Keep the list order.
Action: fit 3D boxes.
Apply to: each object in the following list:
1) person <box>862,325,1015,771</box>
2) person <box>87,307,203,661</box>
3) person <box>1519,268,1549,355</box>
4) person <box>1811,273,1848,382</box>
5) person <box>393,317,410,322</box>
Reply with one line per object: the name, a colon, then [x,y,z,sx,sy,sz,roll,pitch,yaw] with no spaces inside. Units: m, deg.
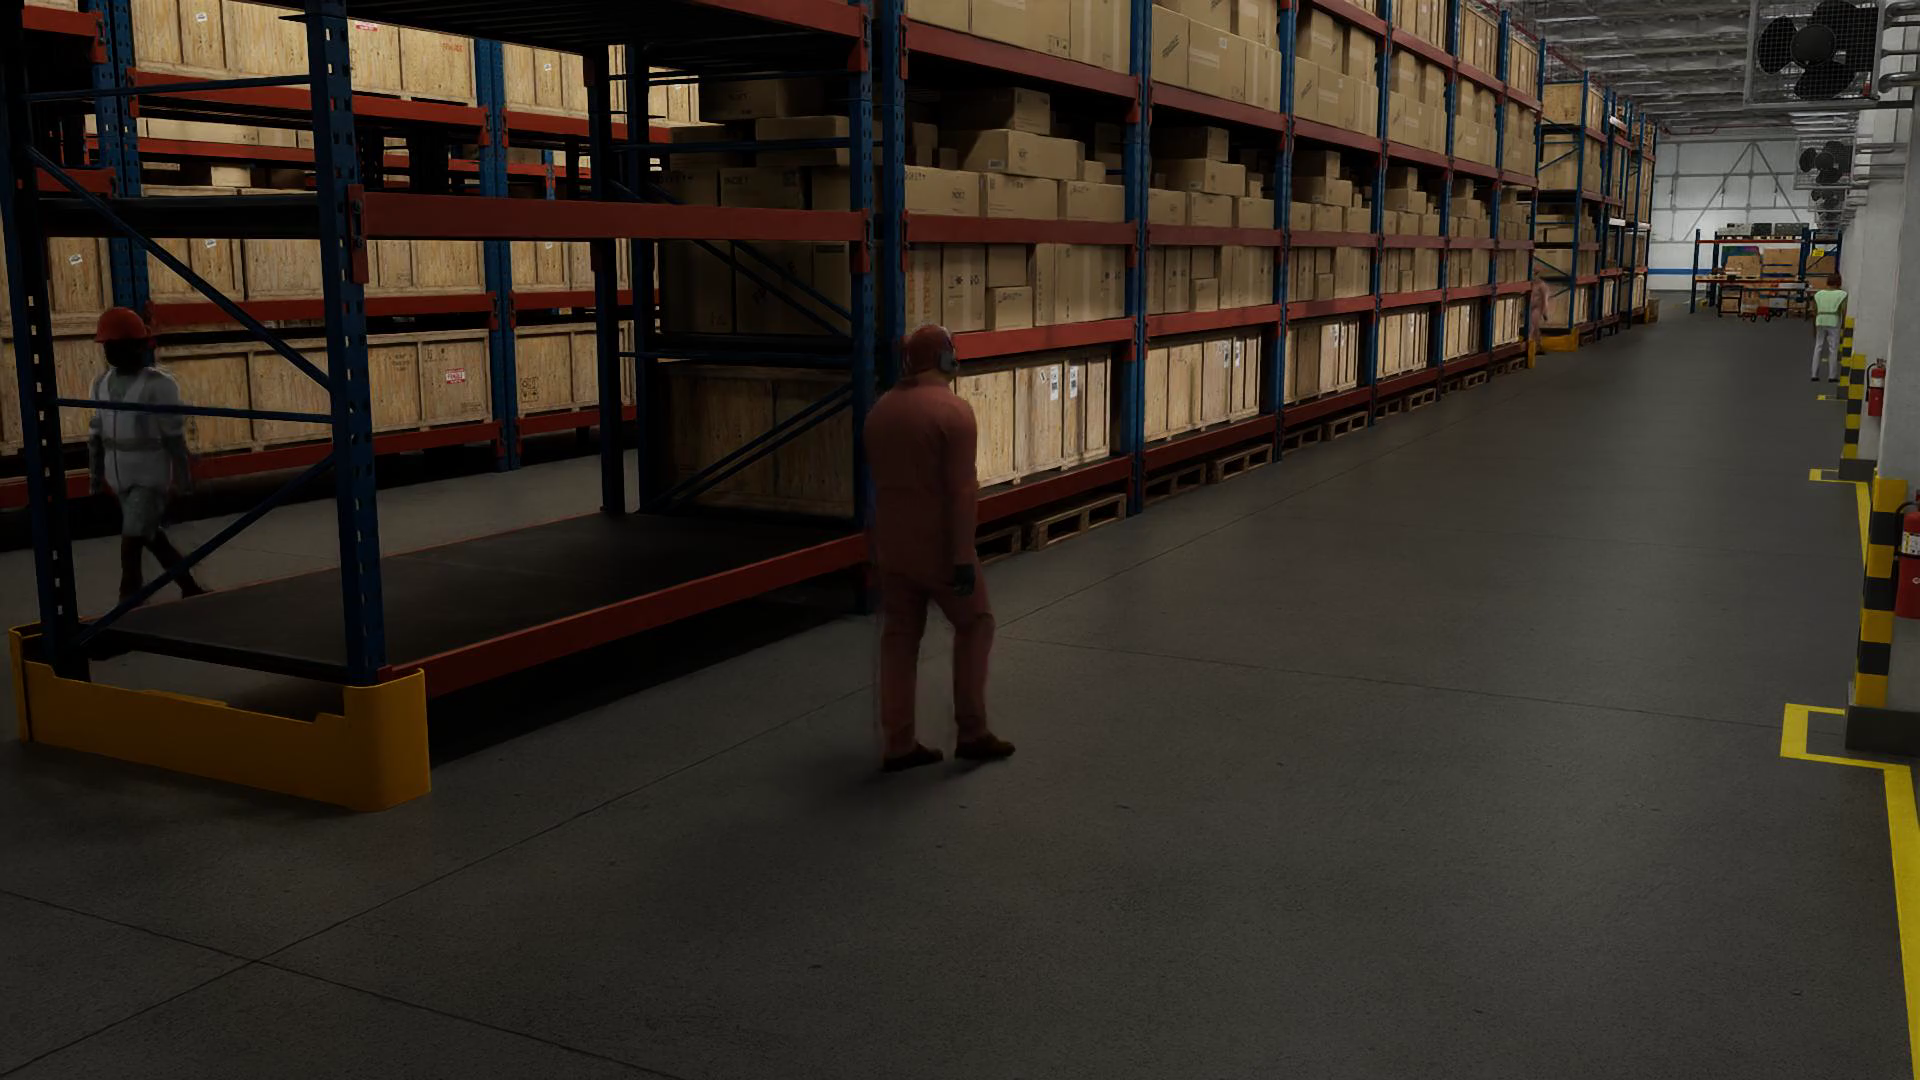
person: [-0.084,0.035,7.077,0.725,1.866,0.693,-10,14,-44]
person: [-4.541,-0.341,9.216,0.558,1.892,1.019,3,10,19]
person: [12.106,-4.826,35.270,1.022,1.845,0.650,-4,10,-20]
person: [14.685,-3.582,28.115,0.394,1.836,0.561,-8,13,-39]
person: [-6.817,-2.212,20.442,0.321,1.742,0.492,-3,10,-16]
